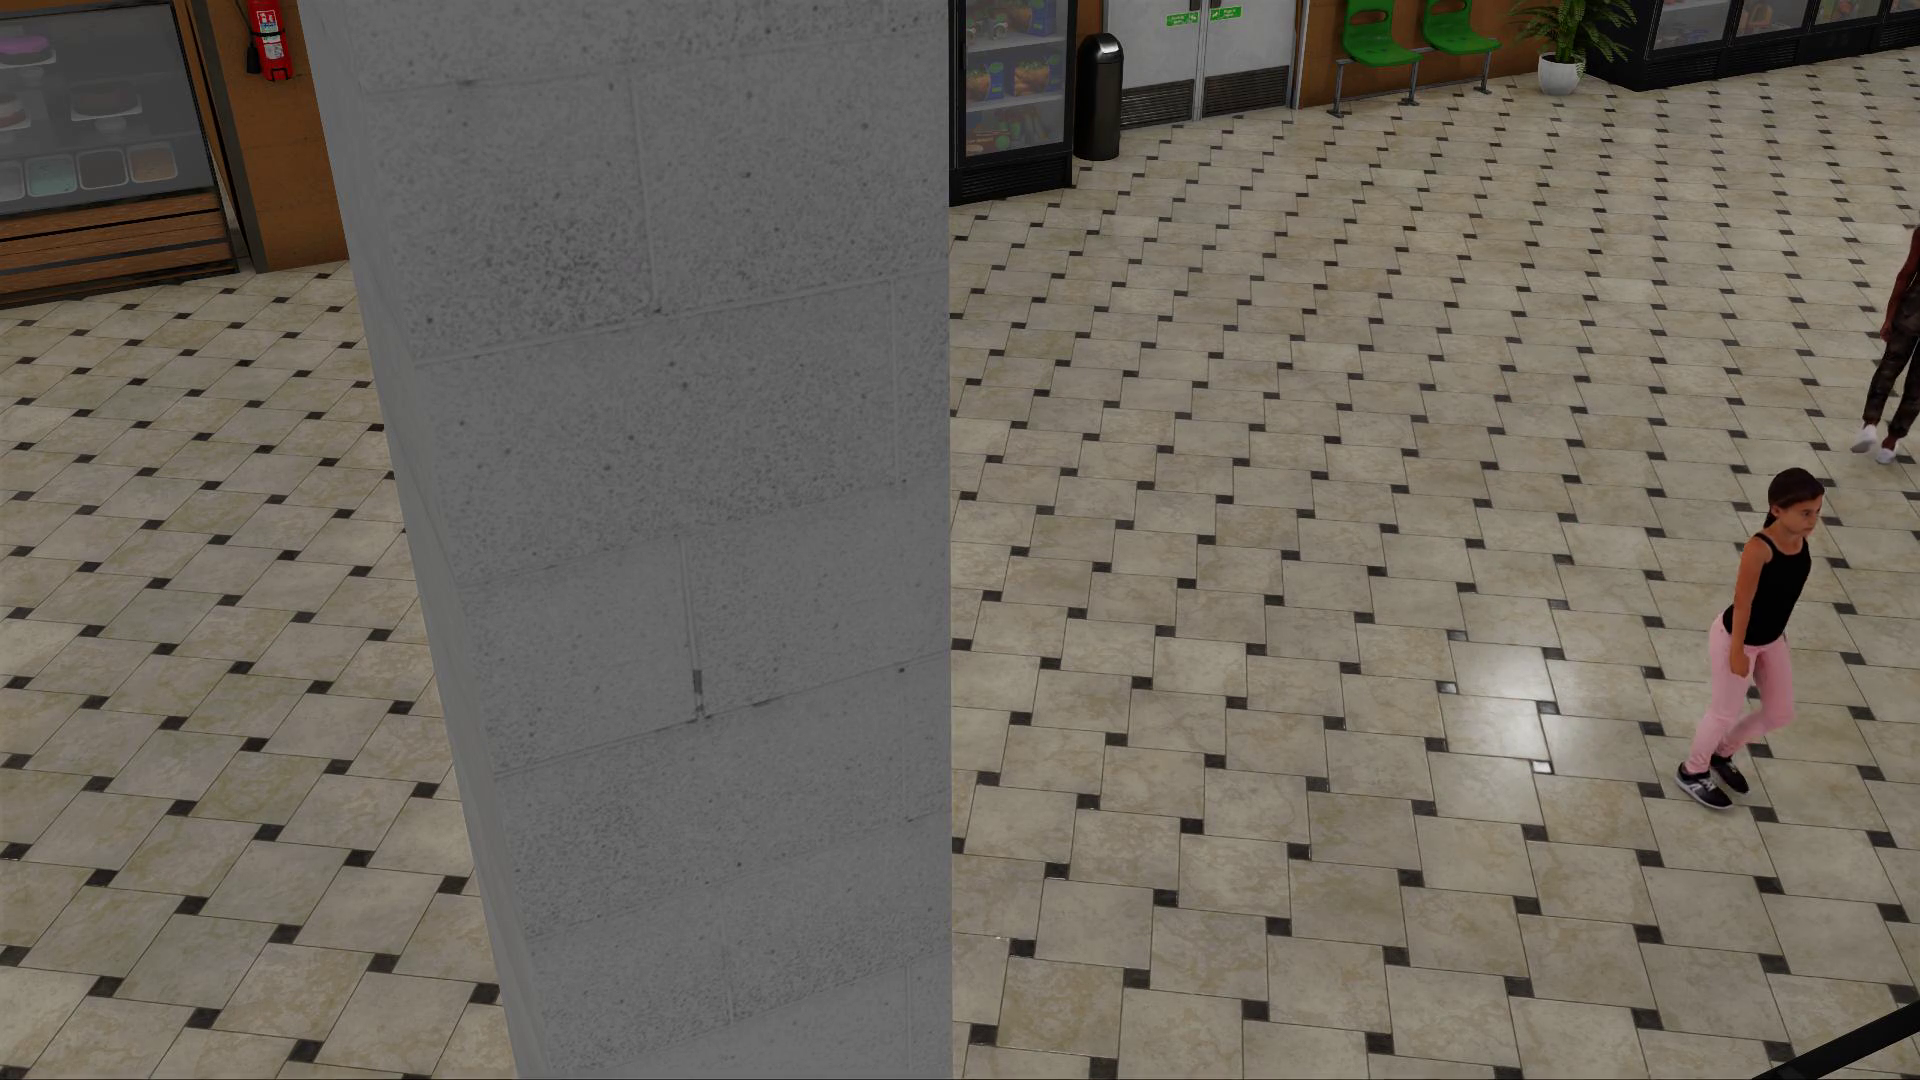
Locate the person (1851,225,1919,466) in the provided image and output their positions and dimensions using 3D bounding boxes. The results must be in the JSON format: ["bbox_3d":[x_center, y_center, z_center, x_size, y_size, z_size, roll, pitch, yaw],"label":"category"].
[{"bbox_3d":[5.187,-1.140,8.945,0.813,1.692,0.827,21,38,30],"label":"person"}]

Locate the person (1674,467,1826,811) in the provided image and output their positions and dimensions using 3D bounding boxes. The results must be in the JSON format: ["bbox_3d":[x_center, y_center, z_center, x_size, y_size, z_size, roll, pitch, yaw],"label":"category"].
[{"bbox_3d":[3.107,0.373,6.648,0.550,1.550,0.573,-17,36,-25],"label":"person"}]
